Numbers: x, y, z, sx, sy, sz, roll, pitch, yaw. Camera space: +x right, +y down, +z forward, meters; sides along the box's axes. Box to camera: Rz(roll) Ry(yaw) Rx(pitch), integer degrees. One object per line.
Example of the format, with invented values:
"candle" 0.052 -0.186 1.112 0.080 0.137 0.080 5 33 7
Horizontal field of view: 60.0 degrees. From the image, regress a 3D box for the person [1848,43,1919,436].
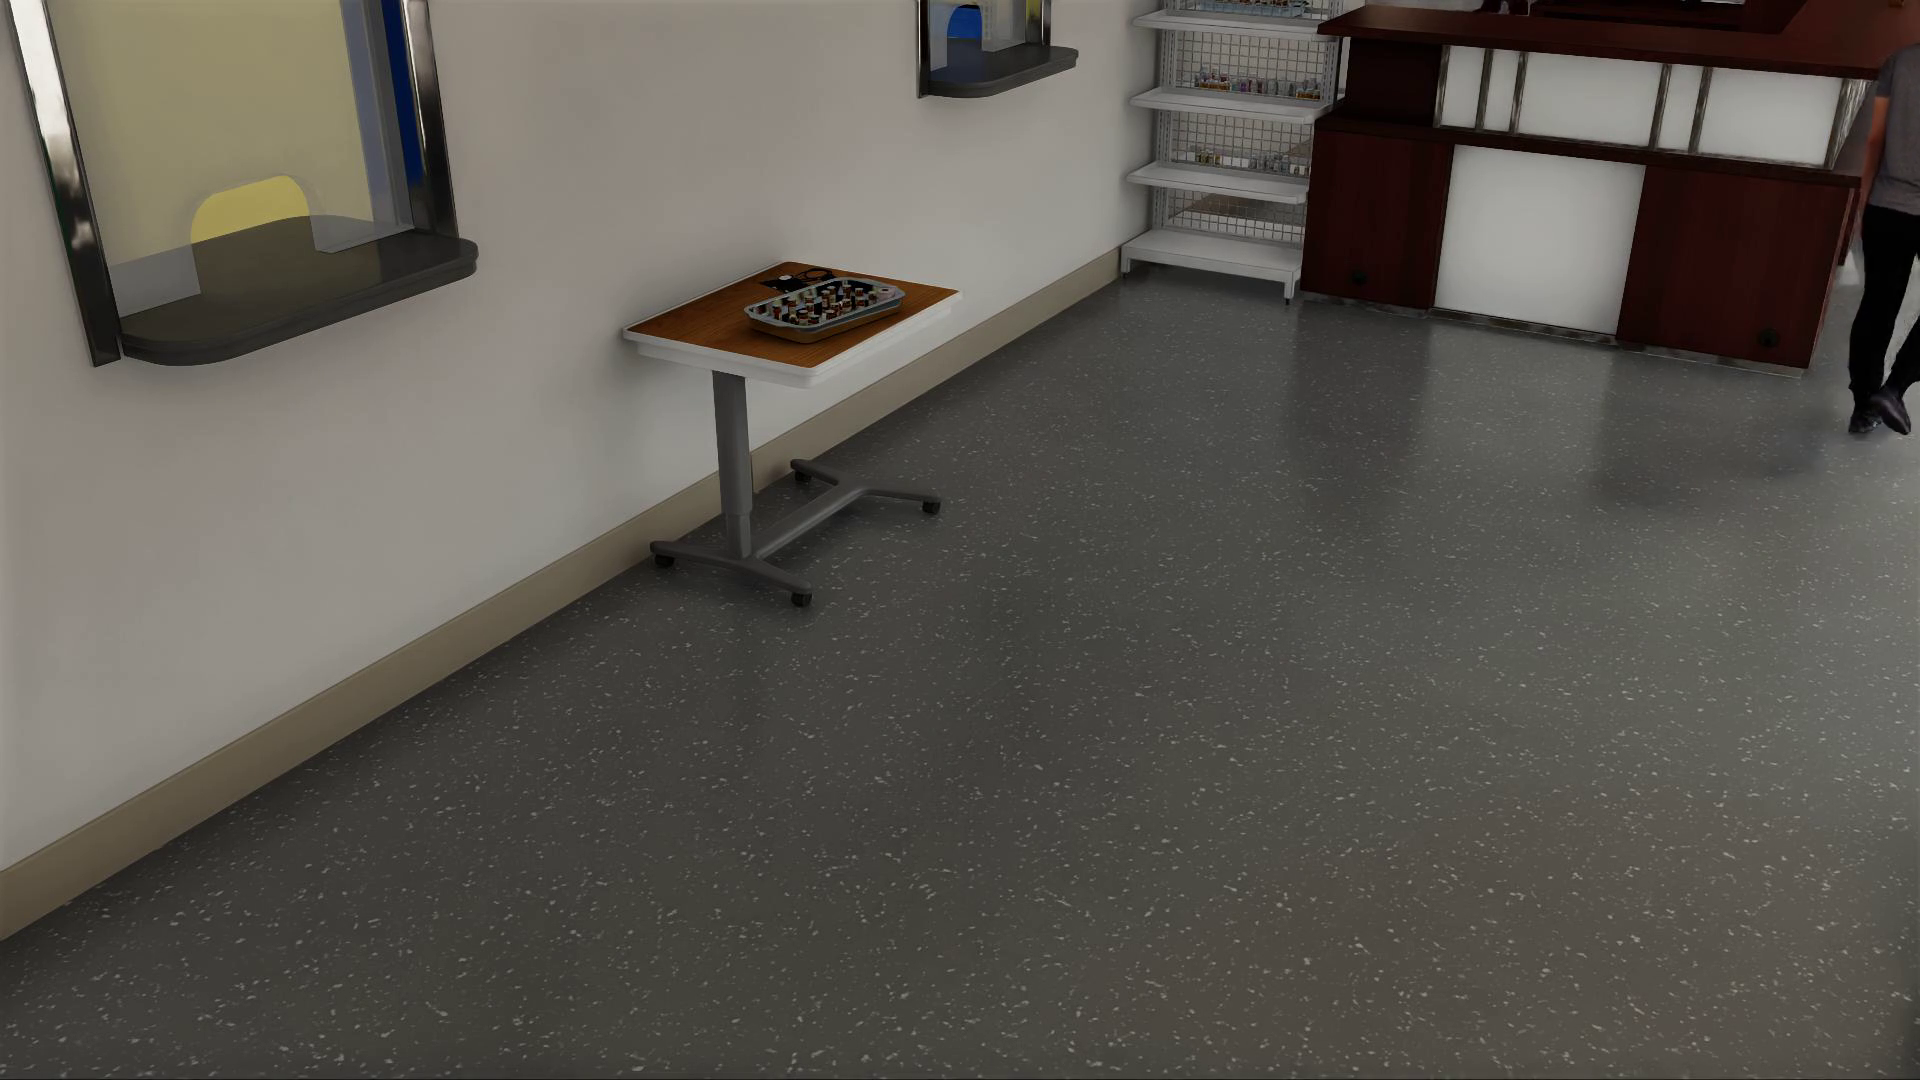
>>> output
"person" 3.546 -1.208 6.221 0.835 1.739 0.752 -18 31 -33
